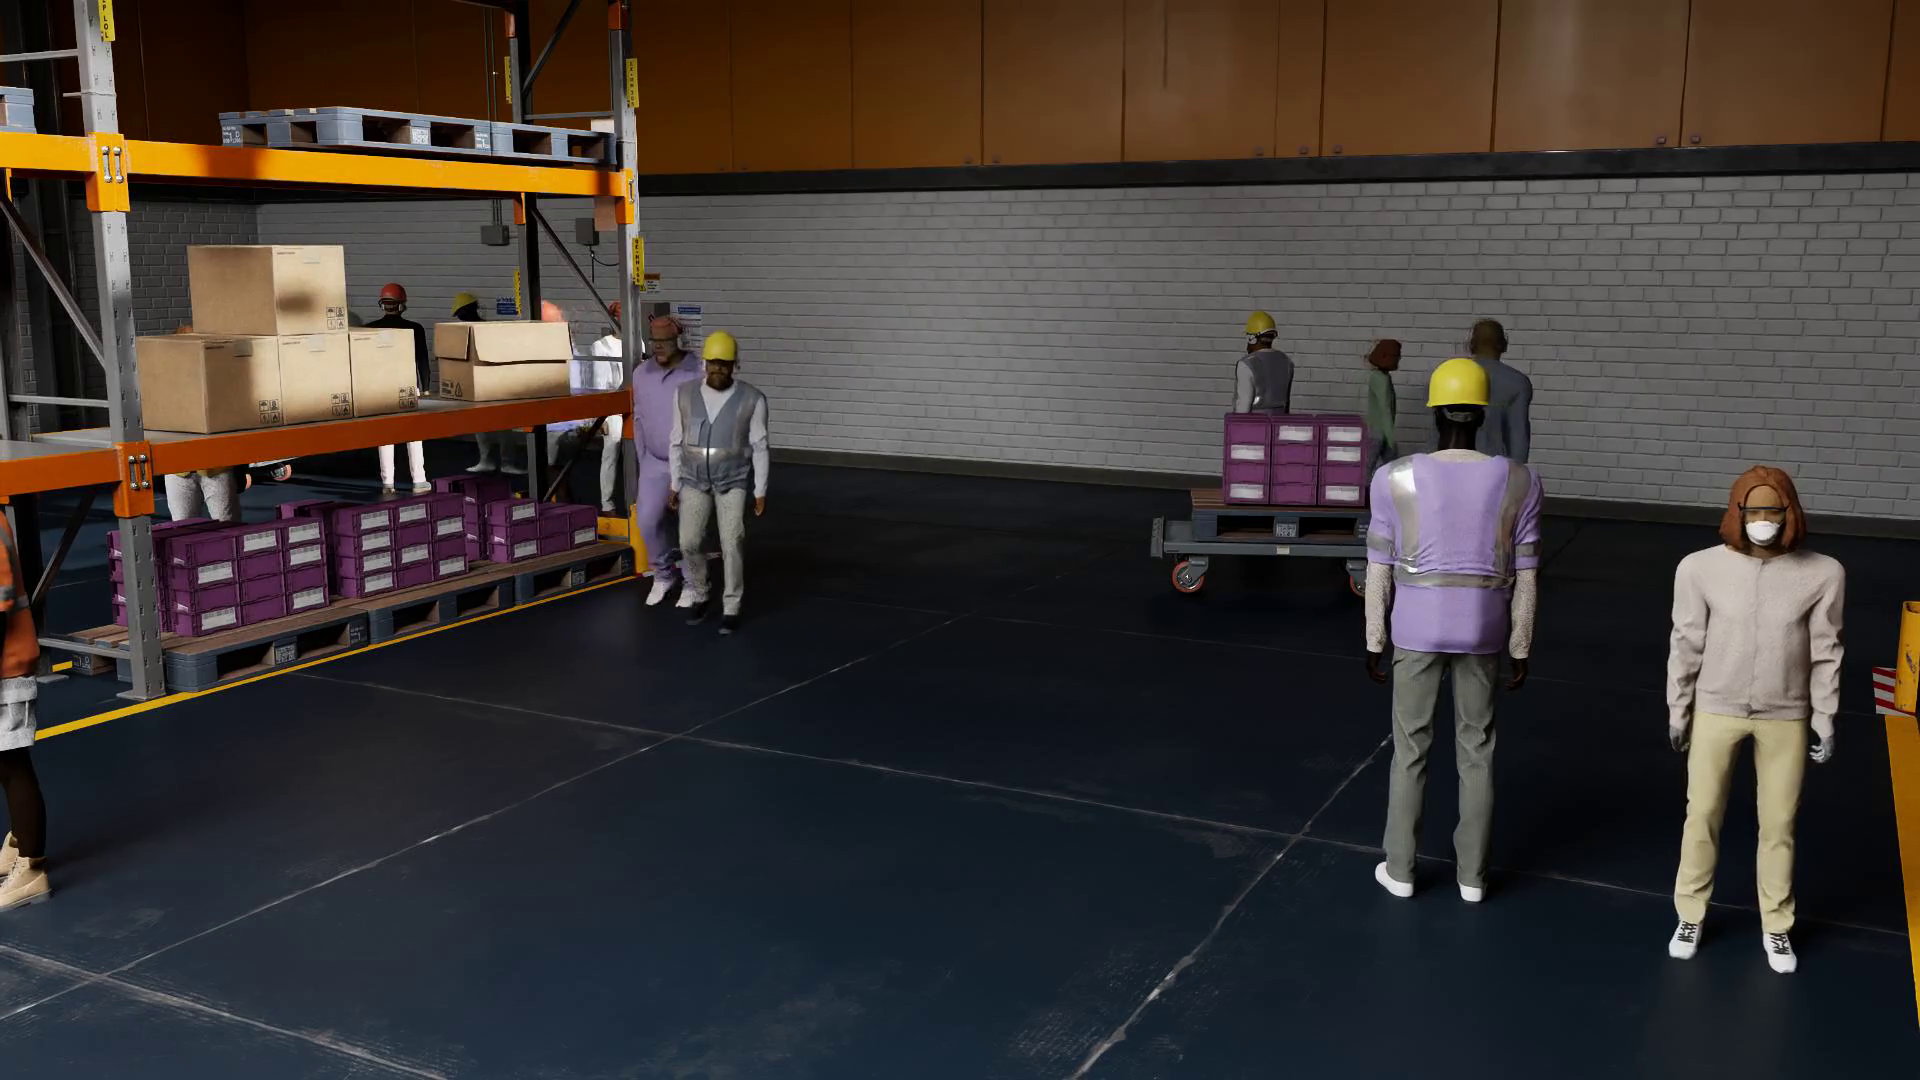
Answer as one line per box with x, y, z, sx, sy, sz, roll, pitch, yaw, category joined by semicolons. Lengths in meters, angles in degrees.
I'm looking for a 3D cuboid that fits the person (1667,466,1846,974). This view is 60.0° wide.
2.513;0.569;5.294;0.500;1.626;0.284;3;10;19;person

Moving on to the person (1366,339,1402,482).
3.383;-0.852;13.604;0.854;1.594;0.488;4;10;20;person

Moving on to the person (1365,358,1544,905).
1.718;0.324;5.867;0.588;1.919;0.402;1;10;8;person

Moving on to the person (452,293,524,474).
-4.843;-1.596;17.119;0.731;1.876;0.382;4;10;21;person

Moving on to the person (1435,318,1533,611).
3.211;-0.432;10.348;0.635;1.894;0.991;7;12;34;person

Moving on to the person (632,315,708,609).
-1.821;-0.486;10.635;0.639;1.885;0.458;2;10;12;person

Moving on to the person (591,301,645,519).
-2.873;-1.084;14.131;0.344;1.878;0.580;7;12;35;person

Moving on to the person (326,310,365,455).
-7.022;-1.903;18.726;0.635;1.929;0.624;-10;14;-44;person

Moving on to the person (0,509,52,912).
-3.388;0.446;5.802;0.321;1.692;0.530;-6;11;-31;person

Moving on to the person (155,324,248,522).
-4.868;-0.459;10.655;0.621;1.835;0.430;-1;10;-3;person

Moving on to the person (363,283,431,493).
-5.356;-1.440;15.842;0.621;1.992;0.397;-1;10;-7;person

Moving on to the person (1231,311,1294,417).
2.315;-0.856;12.931;0.601;1.831;0.404;-8;13;-39;person

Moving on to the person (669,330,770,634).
-1.456;-0.354;10.041;0.621;1.828;0.425;1;10;7;person

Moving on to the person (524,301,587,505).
-3.274;-0.929;13.175;0.722;1.892;0.595;2;10;13;person
